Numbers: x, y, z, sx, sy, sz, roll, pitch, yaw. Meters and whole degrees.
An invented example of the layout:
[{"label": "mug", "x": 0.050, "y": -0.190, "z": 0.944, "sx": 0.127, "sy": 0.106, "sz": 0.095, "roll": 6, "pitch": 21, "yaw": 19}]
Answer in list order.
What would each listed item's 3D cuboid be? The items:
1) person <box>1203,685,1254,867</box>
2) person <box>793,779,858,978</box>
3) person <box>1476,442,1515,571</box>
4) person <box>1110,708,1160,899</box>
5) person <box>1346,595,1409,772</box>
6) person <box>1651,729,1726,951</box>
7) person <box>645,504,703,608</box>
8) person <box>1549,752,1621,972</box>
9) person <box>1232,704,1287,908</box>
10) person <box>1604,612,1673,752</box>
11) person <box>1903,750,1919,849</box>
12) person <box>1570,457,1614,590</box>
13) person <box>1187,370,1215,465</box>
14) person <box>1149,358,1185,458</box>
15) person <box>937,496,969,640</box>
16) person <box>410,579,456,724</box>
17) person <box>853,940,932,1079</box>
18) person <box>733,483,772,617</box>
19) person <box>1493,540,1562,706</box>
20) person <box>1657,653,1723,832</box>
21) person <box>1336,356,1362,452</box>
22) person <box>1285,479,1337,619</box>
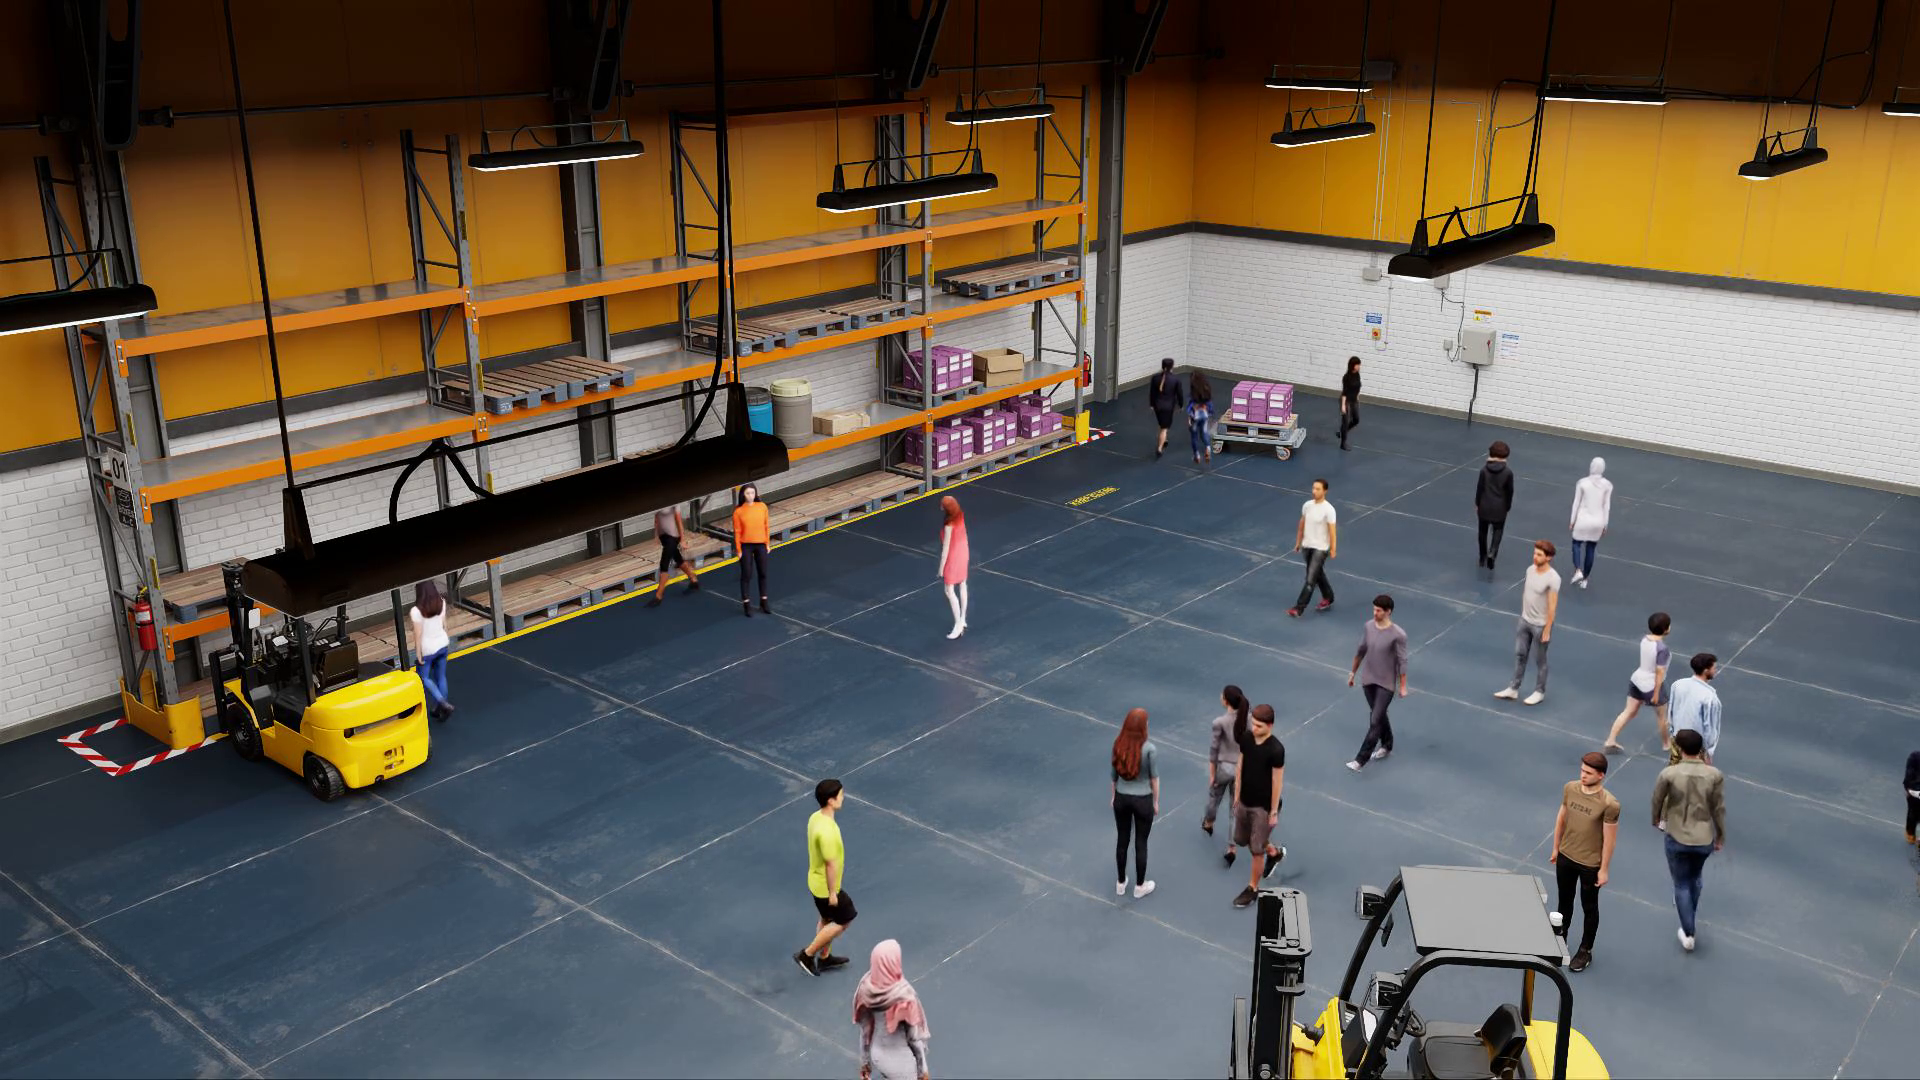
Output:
[{"label": "person", "x": 2.474, "y": 2.153, "z": 14.935, "sx": 1.014, "sy": 1.633, "sz": 1.057, "roll": -2, "pitch": 19, "yaw": -6}, {"label": "person", "x": -1.133, "y": 2.711, "z": 13.182, "sx": 0.895, "sy": 1.694, "sz": 0.825, "roll": -5, "pitch": 19, "yaw": -16}, {"label": "person", "x": 7.179, "y": -0.433, "z": 22.406, "sx": 0.814, "sy": 1.764, "sz": 1.023, "roll": 7, "pitch": 20, "yaw": 20}, {"label": "person", "x": 1.504, "y": 2.271, "z": 14.412, "sx": 0.635, "sy": 1.742, "sz": 0.598, "roll": 9, "pitch": 21, "yaw": 25}, {"label": "person", "x": 4.311, "y": 1.423, "z": 16.823, "sx": 1.165, "sy": 1.810, "sz": 0.894, "roll": -13, "pitch": 22, "yaw": -33}, {"label": "person", "x": 5.975, "y": 2.497, "z": 13.614, "sx": 1.029, "sy": 1.824, "sz": 1.122, "roll": 3, "pitch": 19, "yaw": 8}, {"label": "person", "x": -3.650, "y": -0.035, "z": 21.332, "sx": 0.646, "sy": 1.695, "sz": 1.191, "roll": 17, "pitch": 25, "yaw": 40}, {"label": "person", "x": 5.018, "y": 2.556, "z": 13.395, "sx": 0.648, "sy": 1.851, "sz": 0.720, "roll": -13, "pitch": 23, "yaw": -34}, {"label": "person", "x": 2.646, "y": 2.245, "z": 14.333, "sx": 1.028, "sy": 1.841, "sz": 0.817, "roll": -13, "pitch": 23, "yaw": -34}, {"label": "person", "x": 6.998, "y": 1.497, "z": 17.063, "sx": 1.114, "sy": 1.517, "sz": 0.963, "roll": -5, "pitch": 19, "yaw": -13}, {"label": "person", "x": 8.851, "y": 2.271, "z": 15.234, "sx": 0.577, "sy": 1.217, "sz": 0.728, "roll": 10, "pitch": 21, "yaw": 27}, {"label": "person", "x": 8.213, "y": -0.187, "z": 21.668, "sx": 0.779, "sy": 1.770, "sz": 0.856, "roll": 5, "pitch": 19, "yaw": 14}, {"label": "person", "x": 3.928, "y": -1.972, "z": 27.228, "sx": 0.975, "sy": 1.604, "sz": 0.969, "roll": -5, "pitch": 19, "yaw": -16}, {"label": "person", "x": 3.394, "y": -2.160, "z": 27.750, "sx": 0.913, "sy": 1.628, "sz": 1.130, "roll": 7, "pitch": 20, "yaw": 20}, {"label": "person", "x": -0.010, "y": 0.277, "z": 20.251, "sx": 0.816, "sy": 1.795, "sz": 0.556, "roll": 17, "pitch": 25, "yaw": 41}, {"label": "person", "x": -5.549, "y": 1.210, "z": 17.676, "sx": 0.666, "sy": 1.669, "sz": 0.709, "roll": 14, "pitch": 23, "yaw": 35}, {"label": "person", "x": -0.479, "y": 3.462, "z": 10.817, "sx": 0.656, "sy": 1.780, "sz": 1.085, "roll": 16, "pitch": 24, "yaw": 39}, {"label": "person", "x": -2.612, "y": 0.093, "z": 20.873, "sx": 0.619, "sy": 1.746, "sz": 0.753, "roll": -9, "pitch": 21, "yaw": -26}, {"label": "person", "x": 6.372, "y": 0.889, "z": 18.270, "sx": 0.890, "sy": 1.899, "sz": 0.829, "roll": -8, "pitch": 20, "yaw": -23}, {"label": "person", "x": 6.775, "y": 1.900, "z": 15.410, "sx": 0.750, "sy": 1.809, "sz": 0.762, "roll": -7, "pitch": 20, "yaw": -19}, {"label": "person", "x": 6.547, "y": -2.336, "z": 28.275, "sx": 0.701, "sy": 1.626, "sz": 0.776, "roll": -12, "pitch": 22, "yaw": -32}, {"label": "person", "x": 4.525, "y": 0.097, "z": 20.837, "sx": 1.217, "sy": 1.762, "sz": 0.864, "roll": -13, "pitch": 22, "yaw": -33}]
